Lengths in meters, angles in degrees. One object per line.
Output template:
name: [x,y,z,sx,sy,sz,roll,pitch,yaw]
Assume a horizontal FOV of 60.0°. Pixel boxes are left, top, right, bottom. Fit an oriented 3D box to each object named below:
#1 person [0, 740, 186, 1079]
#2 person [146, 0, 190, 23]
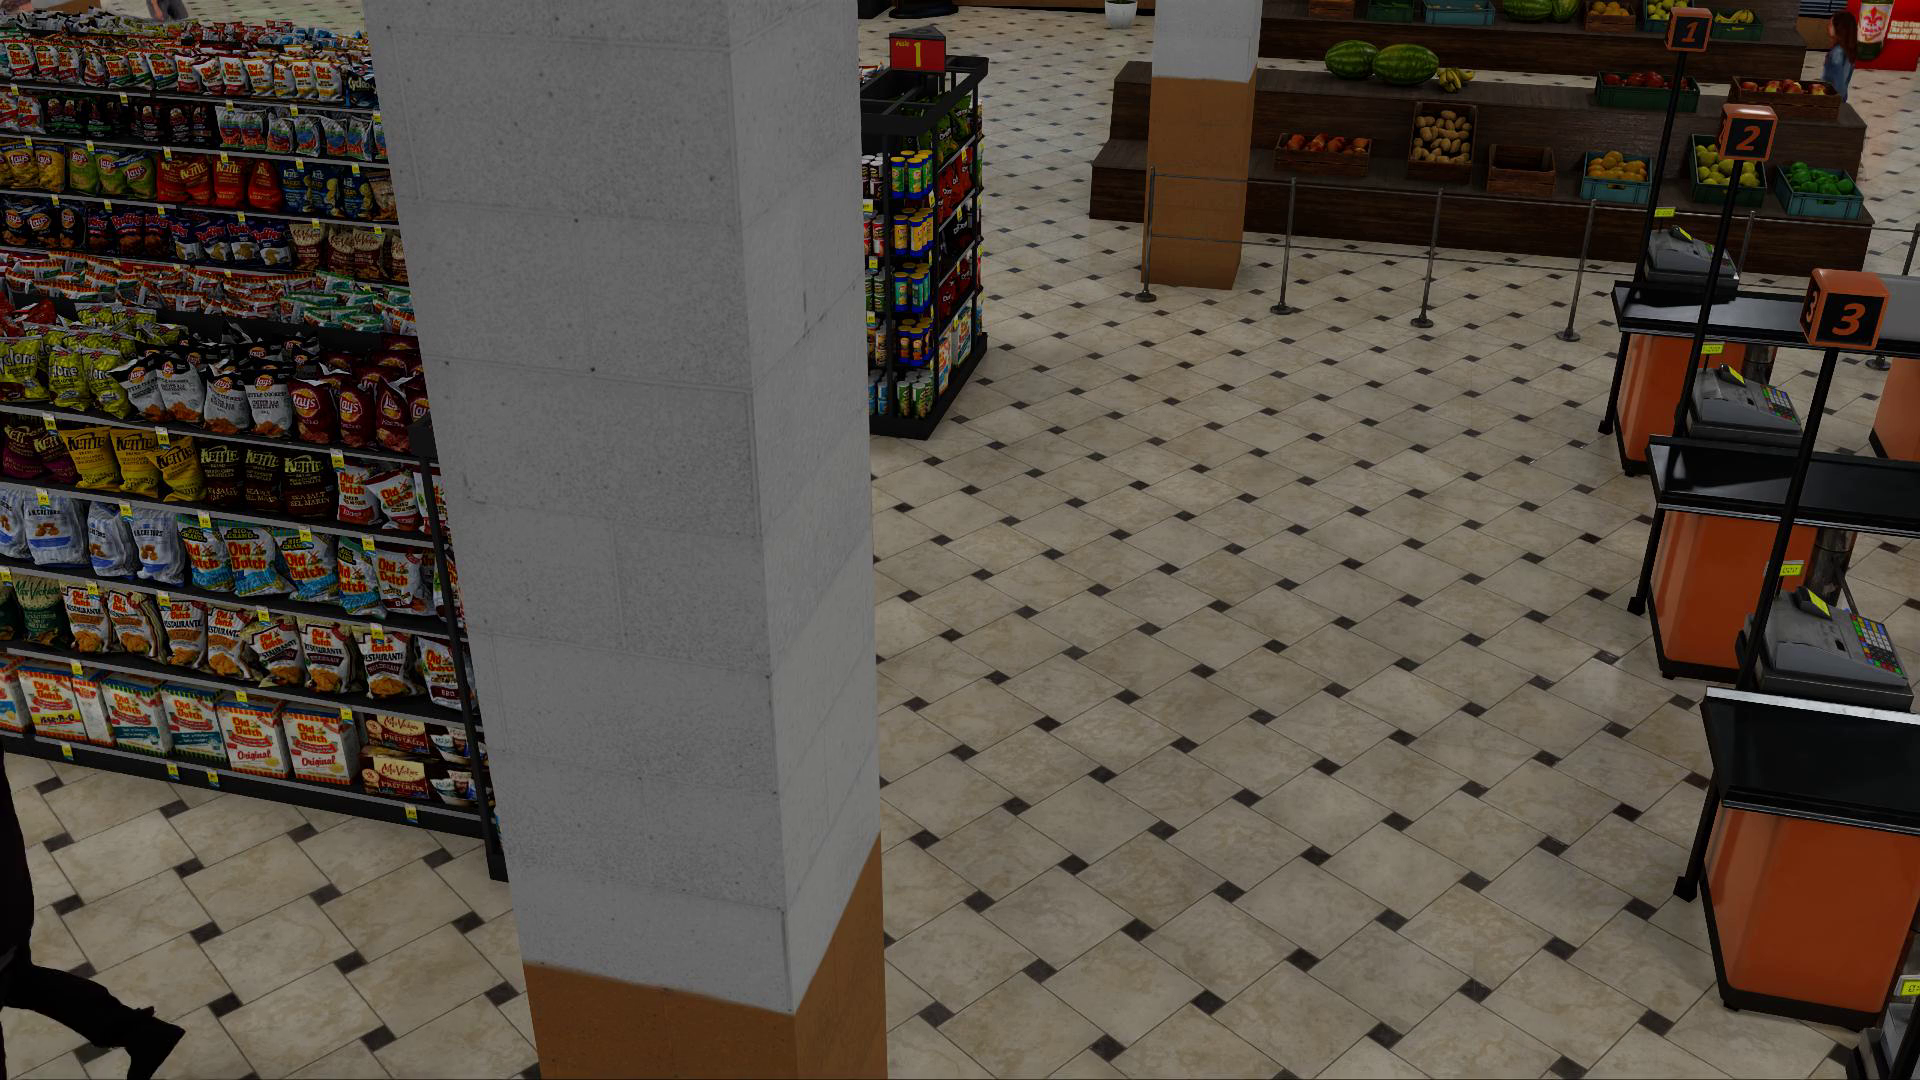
person: [-2.943,1.159,5.103,1.197,1.808,1.001,-5,29,-9]
person: [-8.641,-5.760,17.938,0.841,1.652,0.700,13,31,22]
